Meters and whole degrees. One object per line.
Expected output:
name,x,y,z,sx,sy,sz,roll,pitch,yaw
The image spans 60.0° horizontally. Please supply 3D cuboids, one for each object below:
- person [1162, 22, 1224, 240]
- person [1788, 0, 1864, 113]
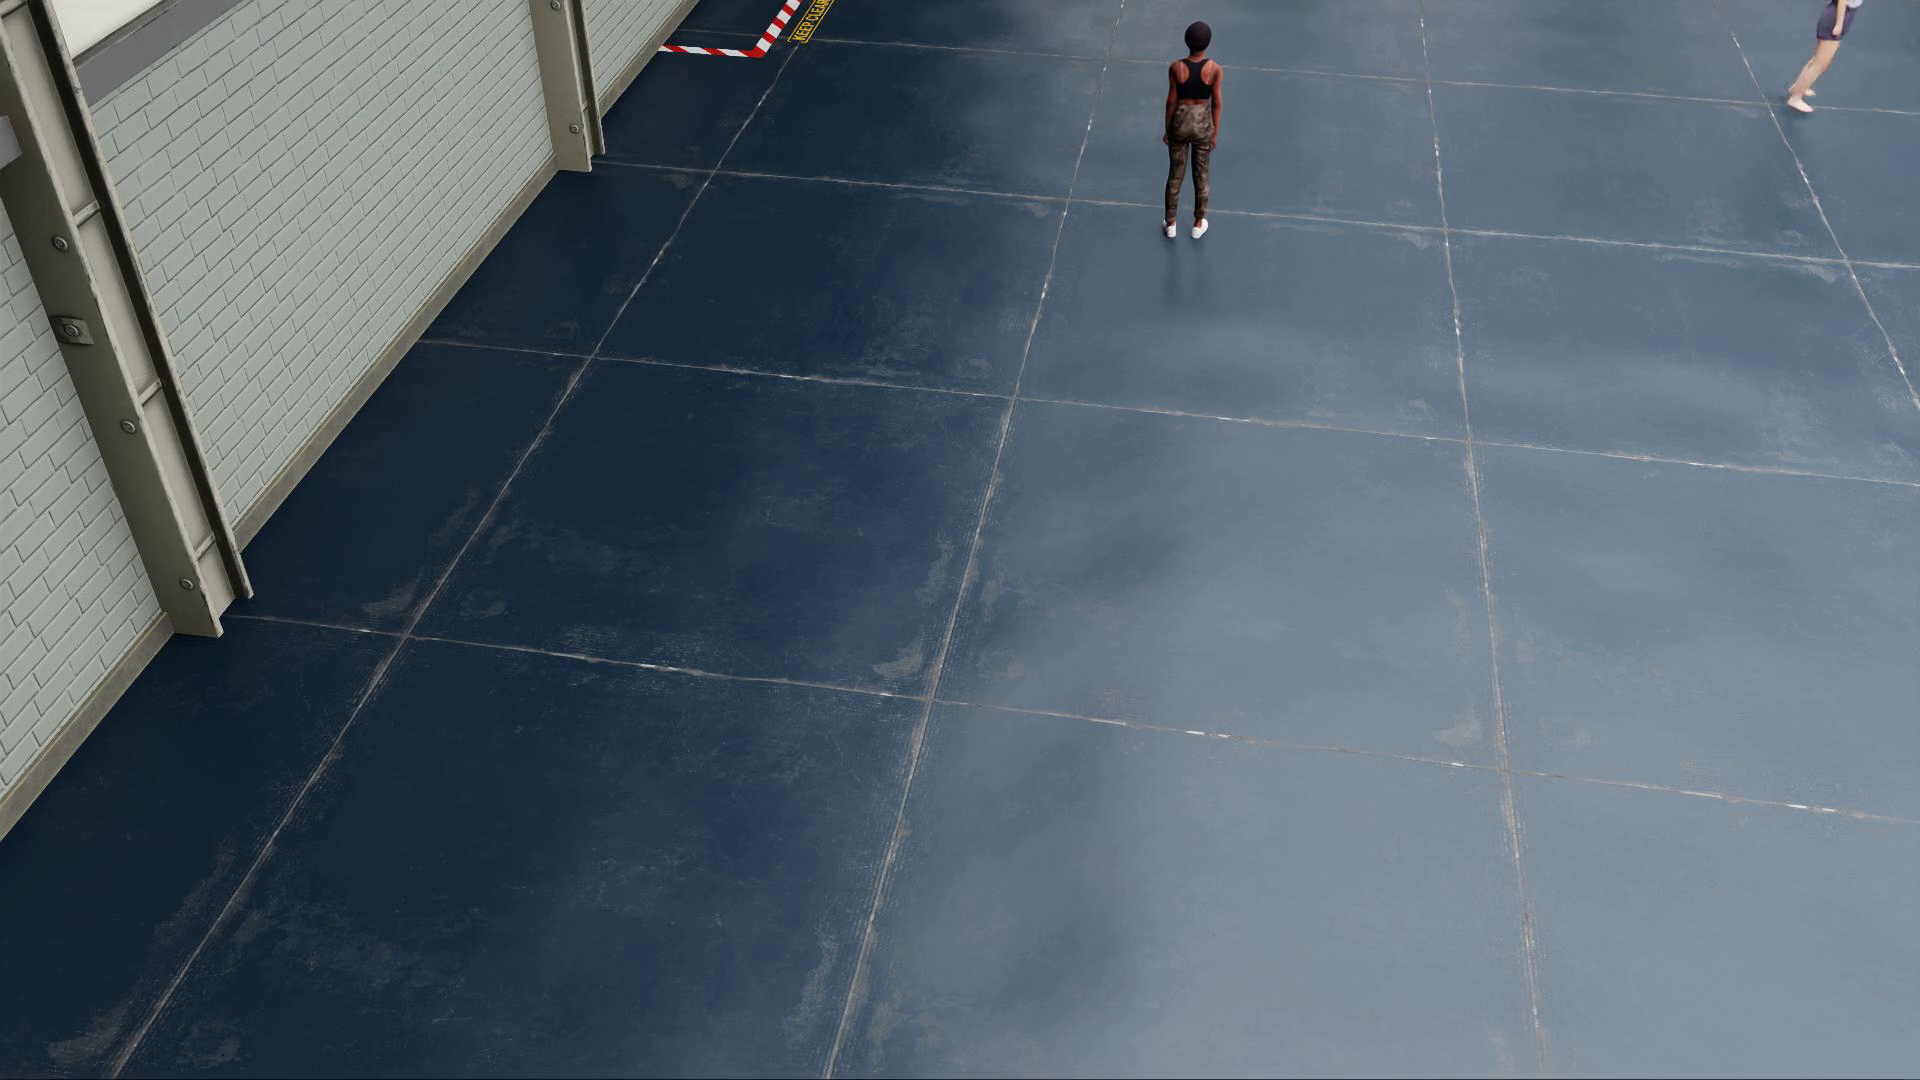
person,1.748,-3.096,12.589,0.567,1.700,0.519,6,38,7
person,7.564,-4.532,14.482,0.861,1.628,0.682,11,39,14
